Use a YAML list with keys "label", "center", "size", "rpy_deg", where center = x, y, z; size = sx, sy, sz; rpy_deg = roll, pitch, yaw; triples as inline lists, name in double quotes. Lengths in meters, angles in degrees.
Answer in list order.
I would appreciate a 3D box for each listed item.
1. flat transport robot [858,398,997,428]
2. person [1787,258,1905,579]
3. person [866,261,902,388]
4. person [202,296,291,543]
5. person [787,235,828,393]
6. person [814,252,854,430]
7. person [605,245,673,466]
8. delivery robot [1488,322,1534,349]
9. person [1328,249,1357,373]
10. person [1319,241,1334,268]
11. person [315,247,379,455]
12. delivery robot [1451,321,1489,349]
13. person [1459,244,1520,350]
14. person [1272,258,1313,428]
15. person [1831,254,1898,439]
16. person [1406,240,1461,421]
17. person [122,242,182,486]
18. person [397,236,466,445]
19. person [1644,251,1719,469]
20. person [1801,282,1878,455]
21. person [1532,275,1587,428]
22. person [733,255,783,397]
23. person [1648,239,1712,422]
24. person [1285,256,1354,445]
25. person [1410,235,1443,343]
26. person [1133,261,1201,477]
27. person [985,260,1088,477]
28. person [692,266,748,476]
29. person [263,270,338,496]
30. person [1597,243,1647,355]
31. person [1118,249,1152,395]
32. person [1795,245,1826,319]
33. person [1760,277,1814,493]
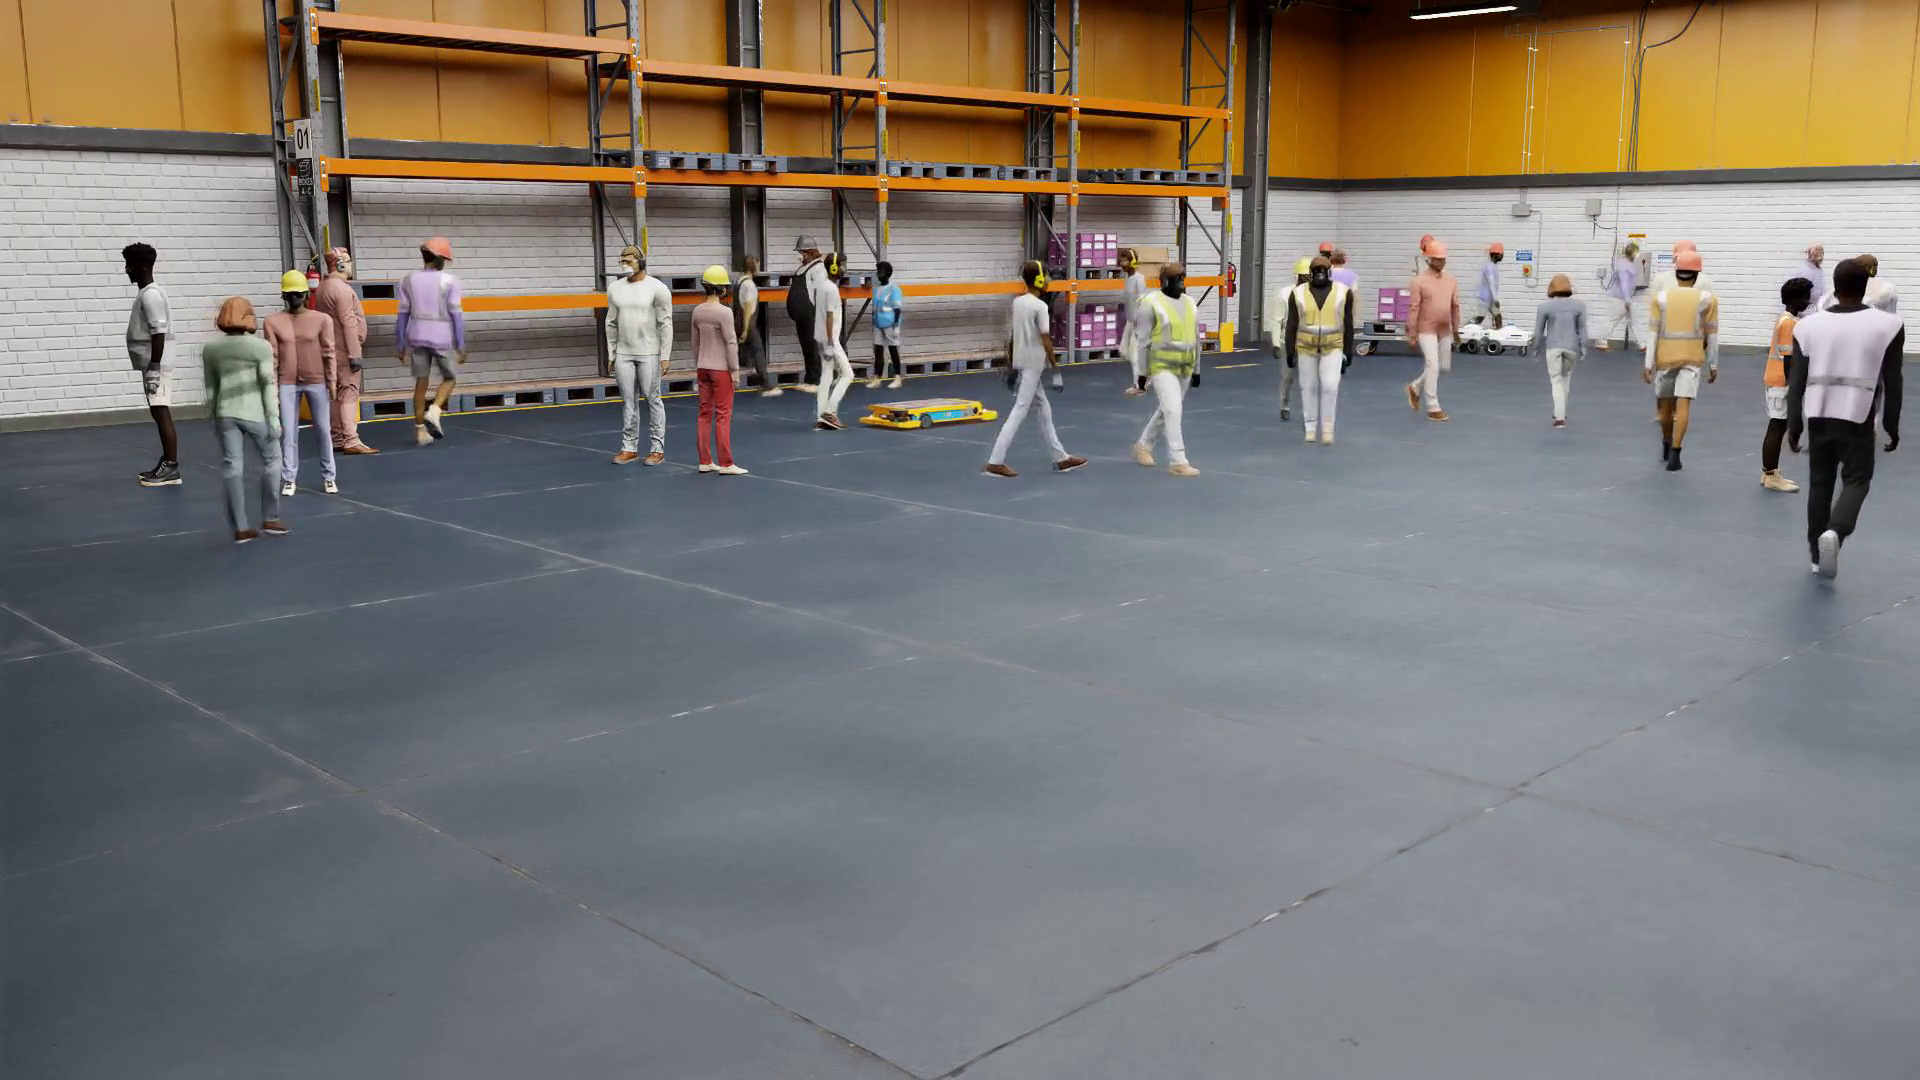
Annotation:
- label: "flat transport robot"
  center: [-0.339, -1.373, 17.862]
  size: [1.431, 0.197, 0.652]
  rpy_deg: [-10, 14, -42]
- label: "person"
  center: [5.171, -0.704, 9.784]
  size: [0.603, 1.896, 0.729]
  rpy_deg: [8, 13, 38]
- label: "person"
  center: [-0.996, -2.843, 22.012]
  size: [0.539, 1.699, 0.342]
  rpy_deg: [9, 14, 42]
- label: "person"
  center: [-4.722, -0.807, 11.072]
  size: [0.523, 1.613, 0.557]
  rpy_deg: [1, 10, 5]
- label: "person"
  center: [-1.982, -2.932, 21.531]
  size: [0.535, 2.000, 0.684]
  rpy_deg: [-6, 12, -29]
- label: "person"
  center: [-1.318, -2.054, 17.299]
  size: [0.466, 1.846, 0.488]
  rpy_deg: [-4, 11, -23]
- label: "person"
  center: [-2.832, -1.621, 14.661]
  size: [0.635, 1.937, 0.354]
  rpy_deg: [4, 11, 19]
- label: "delivery robot"
  center: [9.268, -3.419, 27.987]
  size: [0.707, 0.478, 0.477]
  rpy_deg: [6, 12, 28]
- label: "person"
  center: [5.389, -3.256, 23.875]
  size: [0.572, 1.830, 0.495]
  rpy_deg: [1, 10, 5]
- label: "person"
  center: [6.272, -4.171, 28.651]
  size: [0.495, 1.954, 0.557]
  rpy_deg: [-7, 13, -34]
- label: "person"
  center: [-5.694, -1.745, 15.414]
  size: [0.407, 1.913, 0.641]
  rpy_deg: [-9, 14, -40]
- label: "delivery robot"
  center: [8.784, -3.521, 28.544]
  size: [0.477, 0.478, 0.707]
  rpy_deg: [-6, 12, -32]
- label: "person"
  center: [9.338, -4.269, 29.292]
  size: [1.030, 1.877, 0.551]
  rpy_deg: [5, 12, 26]
- label: "person"
  center: [3.620, -2.113, 17.769]
  size: [0.597, 1.792, 0.927]
  rpy_deg: [1, 10, 5]
- label: "person"
  center: [8.929, -1.910, 16.517]
  size: [0.619, 1.839, 0.430]
  rpy_deg: [5, 12, 26]
- label: "person"
  center: [5.203, -2.318, 18.378]
  size: [0.629, 1.971, 0.776]
  rpy_deg: [-5, 11, -24]
- label: "person"
  center: [-6.569, -1.427, 13.528]
  size: [0.361, 1.964, 0.613]
  rpy_deg: [-5, 12, -26]
- label: "person"
  center: [-5.122, -1.921, 16.083]
  size: [0.715, 2.012, 0.530]
  rpy_deg: [1, 10, 6]
- label: "person"
  center: [6.350, -1.585, 14.630]
  size: [0.571, 1.879, 1.016]
  rpy_deg: [6, 12, 30]
- label: "person"
  center: [8.217, -1.692, 15.470]
  size: [0.881, 1.800, 0.594]
  rpy_deg: [-5, 11, -25]
- label: "person"
  center: [6.349, -2.008, 17.679]
  size: [0.520, 1.588, 0.795]
  rpy_deg: [0, 10, 3]
- label: "person"
  center: [-2.717, -2.646, 20.691]
  size: [1.007, 1.795, 0.533]
  rpy_deg: [-7, 13, -34]
- label: "person"
  center: [7.743, -2.236, 17.913]
  size: [0.644, 1.968, 0.726]
  rpy_deg: [5, 11, 24]
- label: "person"
  center: [3.473, -1.828, 16.122]
  size: [0.654, 1.814, 0.735]
  rpy_deg: [3, 11, 15]
- label: "person"
  center: [8.722, -4.686, 31.146]
  size: [0.611, 2.030, 0.409]
  rpy_deg: [7, 12, 32]
- label: "person"
  center: [1.766, -1.481, 14.263]
  size: [0.633, 1.812, 0.901]
  rpy_deg: [-7, 13, -35]
- label: "person"
  center: [0.640, -1.433, 13.980]
  size: [1.000, 1.815, 0.549]
  rpy_deg: [-4, 11, -22]
- label: "person"
  center: [-2.052, -1.428, 14.083]
  size: [0.522, 1.769, 0.311]
  rpy_deg: [9, 14, 41]
- label: "person"
  center: [-5.120, -1.213, 12.943]
  size: [0.521, 1.757, 0.360]
  rpy_deg: [-3, 11, -14]
- label: "person"
  center: [11.347, -4.077, 28.212]
  size: [1.033, 1.881, 0.655]
  rpy_deg: [8, 13, 39]
- label: "person"
  center: [2.224, -2.750, 21.071]
  size: [0.473, 1.844, 0.567]
  rpy_deg: [-3, 11, -17]
- label: "person"
  center: [12.857, -3.548, 25.339]
  size: [0.723, 1.877, 0.648]
  rpy_deg: [10, 14, 42]
- label: "person"
  center: [6.561, -1.232, 13.208]
  size: [0.319, 1.695, 0.532]
  rpy_deg: [4, 11, 22]
